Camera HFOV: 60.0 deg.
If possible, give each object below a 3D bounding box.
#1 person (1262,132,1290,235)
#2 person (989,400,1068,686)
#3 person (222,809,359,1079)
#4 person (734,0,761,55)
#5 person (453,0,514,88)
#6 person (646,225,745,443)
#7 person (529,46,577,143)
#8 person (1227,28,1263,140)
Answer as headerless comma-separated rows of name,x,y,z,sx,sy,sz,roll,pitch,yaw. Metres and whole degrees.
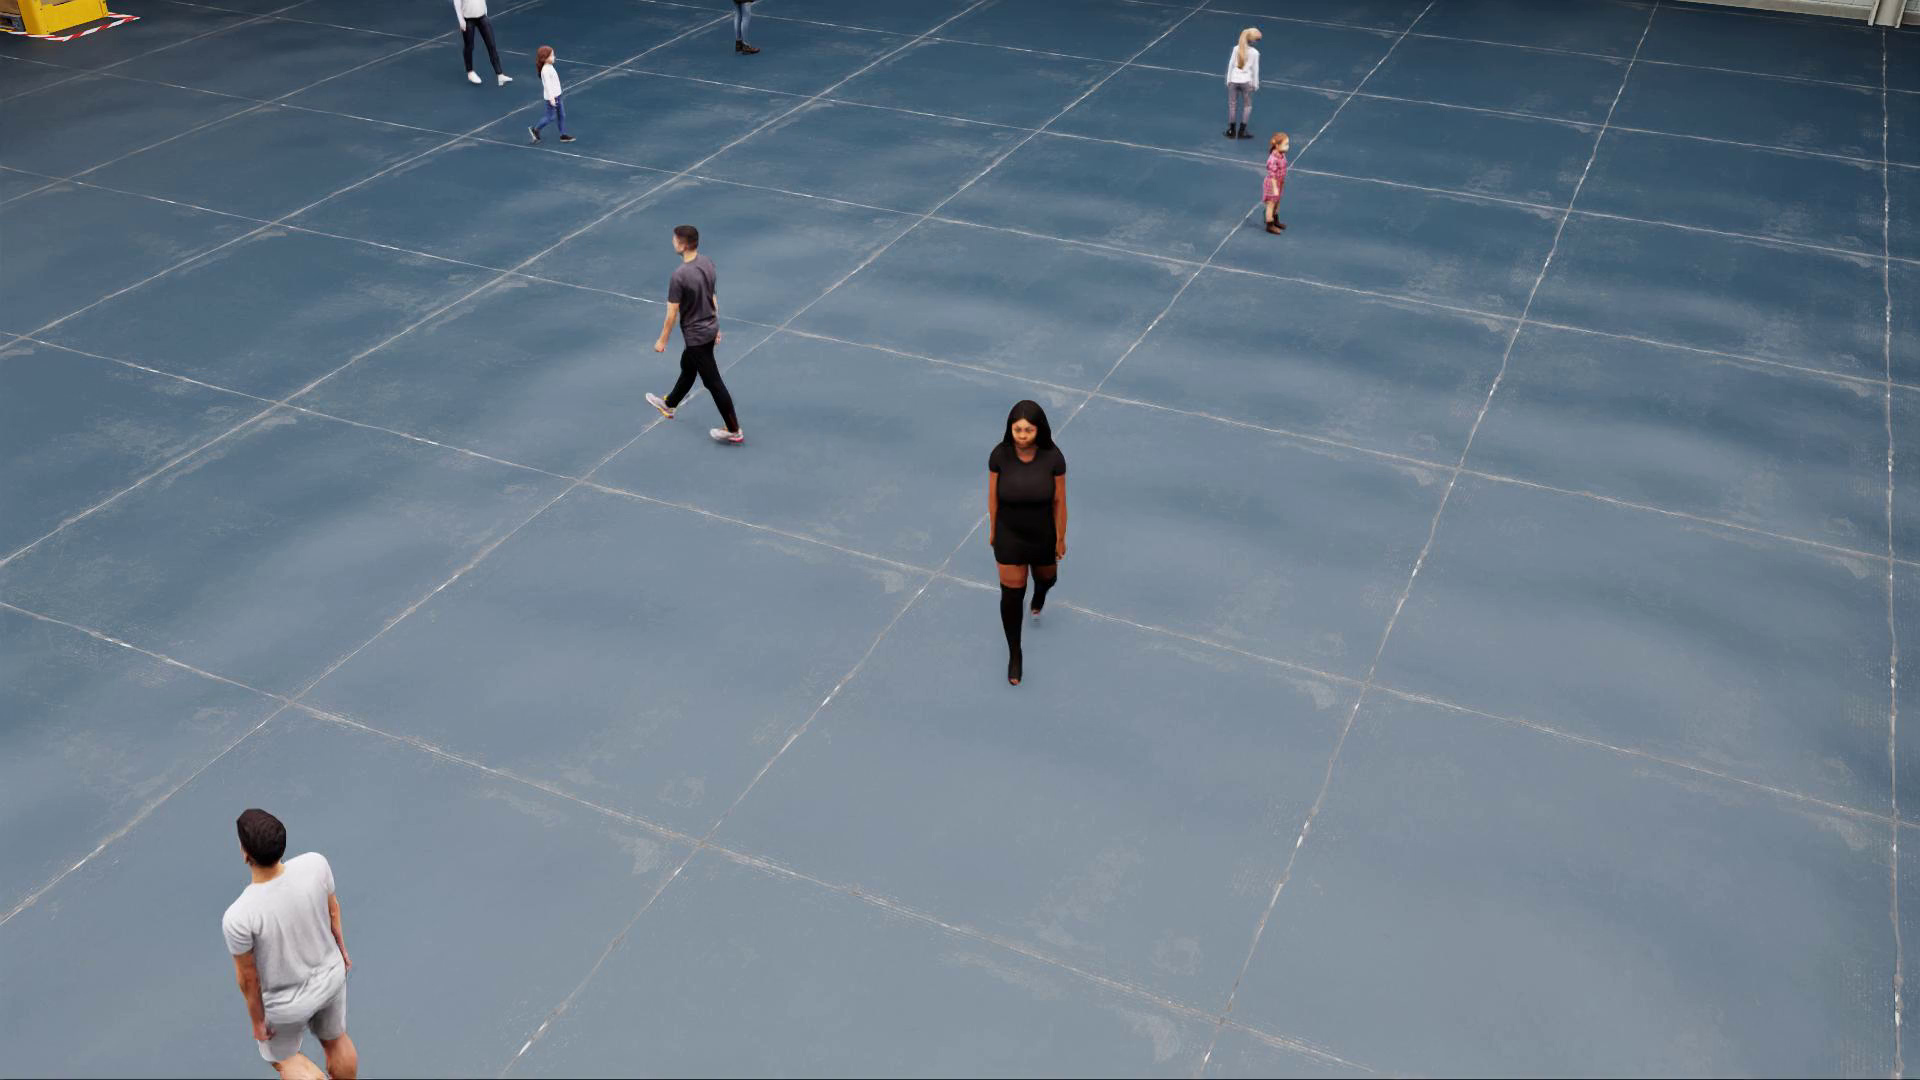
person,3.124,-3.578,16.605,0.491,1.020,0.458,20,37,28
person,0.435,-0.056,10.269,1.134,1.823,0.938,4,32,6
person,-2.763,1.928,7.101,0.864,1.847,0.753,21,38,29
person,-2.871,-7.243,21.840,0.773,1.634,0.677,-23,39,-32
person,-6.062,-6.440,20.542,1.121,1.661,0.851,26,40,34
person,-1.914,-1.518,12.687,1.149,1.716,0.699,11,34,16
person,-4.681,-5.039,18.846,0.773,1.100,0.582,2,32,4
person,3.210,-5.212,18.969,0.442,1.261,0.584,5,33,7
